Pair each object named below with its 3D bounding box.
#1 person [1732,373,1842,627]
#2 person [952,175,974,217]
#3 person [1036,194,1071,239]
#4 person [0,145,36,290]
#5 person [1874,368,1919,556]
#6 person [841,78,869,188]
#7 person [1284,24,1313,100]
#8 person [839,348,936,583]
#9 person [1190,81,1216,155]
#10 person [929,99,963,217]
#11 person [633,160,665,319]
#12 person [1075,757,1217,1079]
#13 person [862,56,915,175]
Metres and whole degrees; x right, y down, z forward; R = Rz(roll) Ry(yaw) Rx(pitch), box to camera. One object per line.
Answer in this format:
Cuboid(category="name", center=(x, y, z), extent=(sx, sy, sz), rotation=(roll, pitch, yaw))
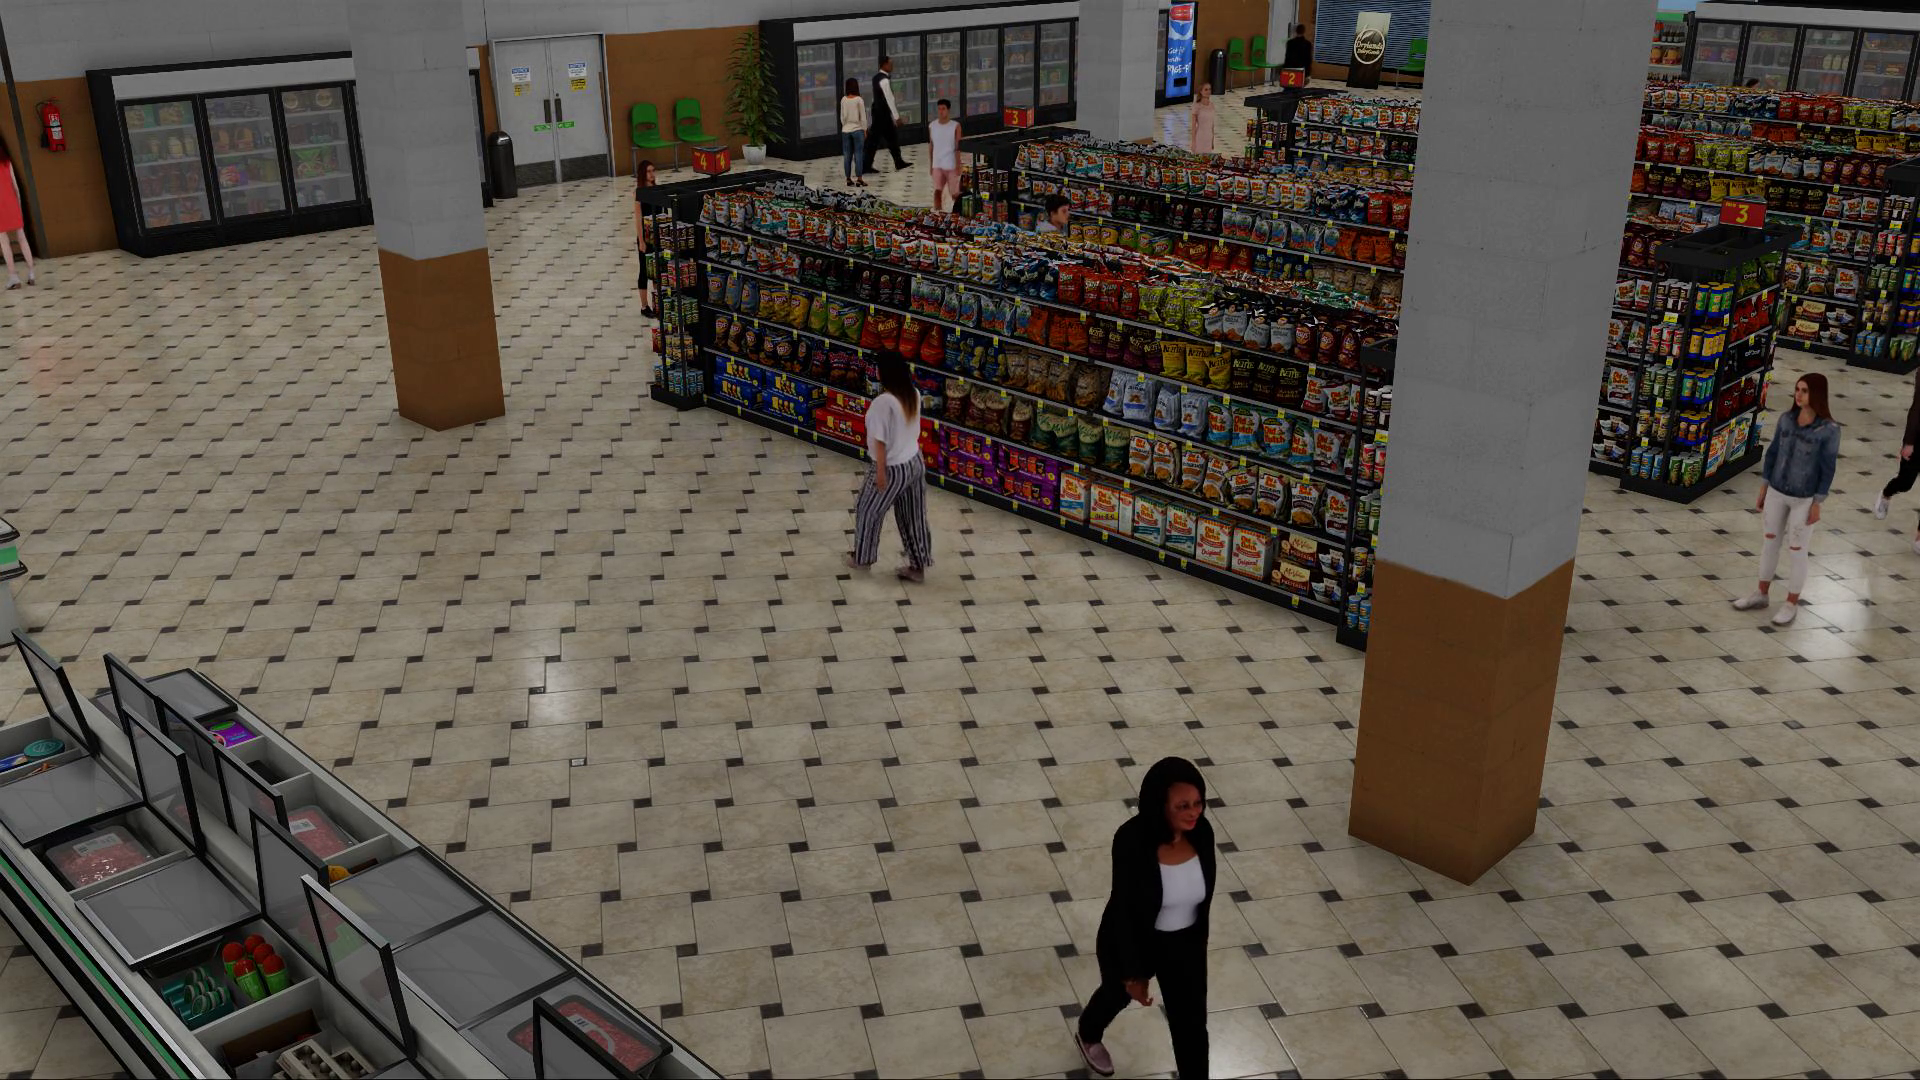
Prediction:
Cuboid(category="person", center=(5.497, -0.284, 10.944), extent=(0.727, 1.700, 0.538), rotation=(-12, 25, -28))
Cuboid(category="person", center=(0.093, -3.866, 20.435), extent=(0.571, 1.271, 0.553), rotation=(14, 26, 31))
Cuboid(category="person", center=(0.769, -2.294, 15.660), extent=(0.784, 1.913, 0.785), rotation=(11, 24, 25))
Cuboid(category="person", center=(-11.393, -3.923, 19.832), extent=(0.601, 1.826, 0.653), rotation=(12, 25, 28))
Cuboid(category="person", center=(7.038, -0.748, 12.116), extent=(1.017, 1.687, 1.031), rotation=(2, 22, 5))
Cuboid(category="person", center=(-1.689, -6.457, 26.331), extent=(0.566, 1.682, 0.726), rotation=(12, 25, 27))
Cuboid(category="person", center=(6.644, -9.206, 32.902), extent=(1.074, 1.884, 1.076), rotation=(4, 22, 11))
Cuboid(category="person", center=(-0.387, -0.488, 11.512), extent=(1.004, 1.655, 0.785), rotation=(15, 26, 33))
Cuboid(category="person", center=(3.588, -5.887, 24.715), extent=(0.623, 1.831, 0.589), rotation=(-11, 25, -26))
Cuboid(category="person", center=(-0.160, -5.210, 23.133), extent=(1.151, 1.753, 1.033), rotation=(7, 23, 17))
Cuboid(category="person", center=(-3.464, -3.376, 18.605), extent=(0.560, 1.726, 0.599), rotation=(14, 26, 31))
Cuboid(category="person", center=(0.697, 1.555, 6.540), extent=(0.862, 1.571, 1.199), rotation=(-11, 25, -26))
Cuboid(category="person", center=(-1.381, -6.871, 27.191), extent=(1.138, 1.810, 1.227), rotation=(-6, 23, -14))
